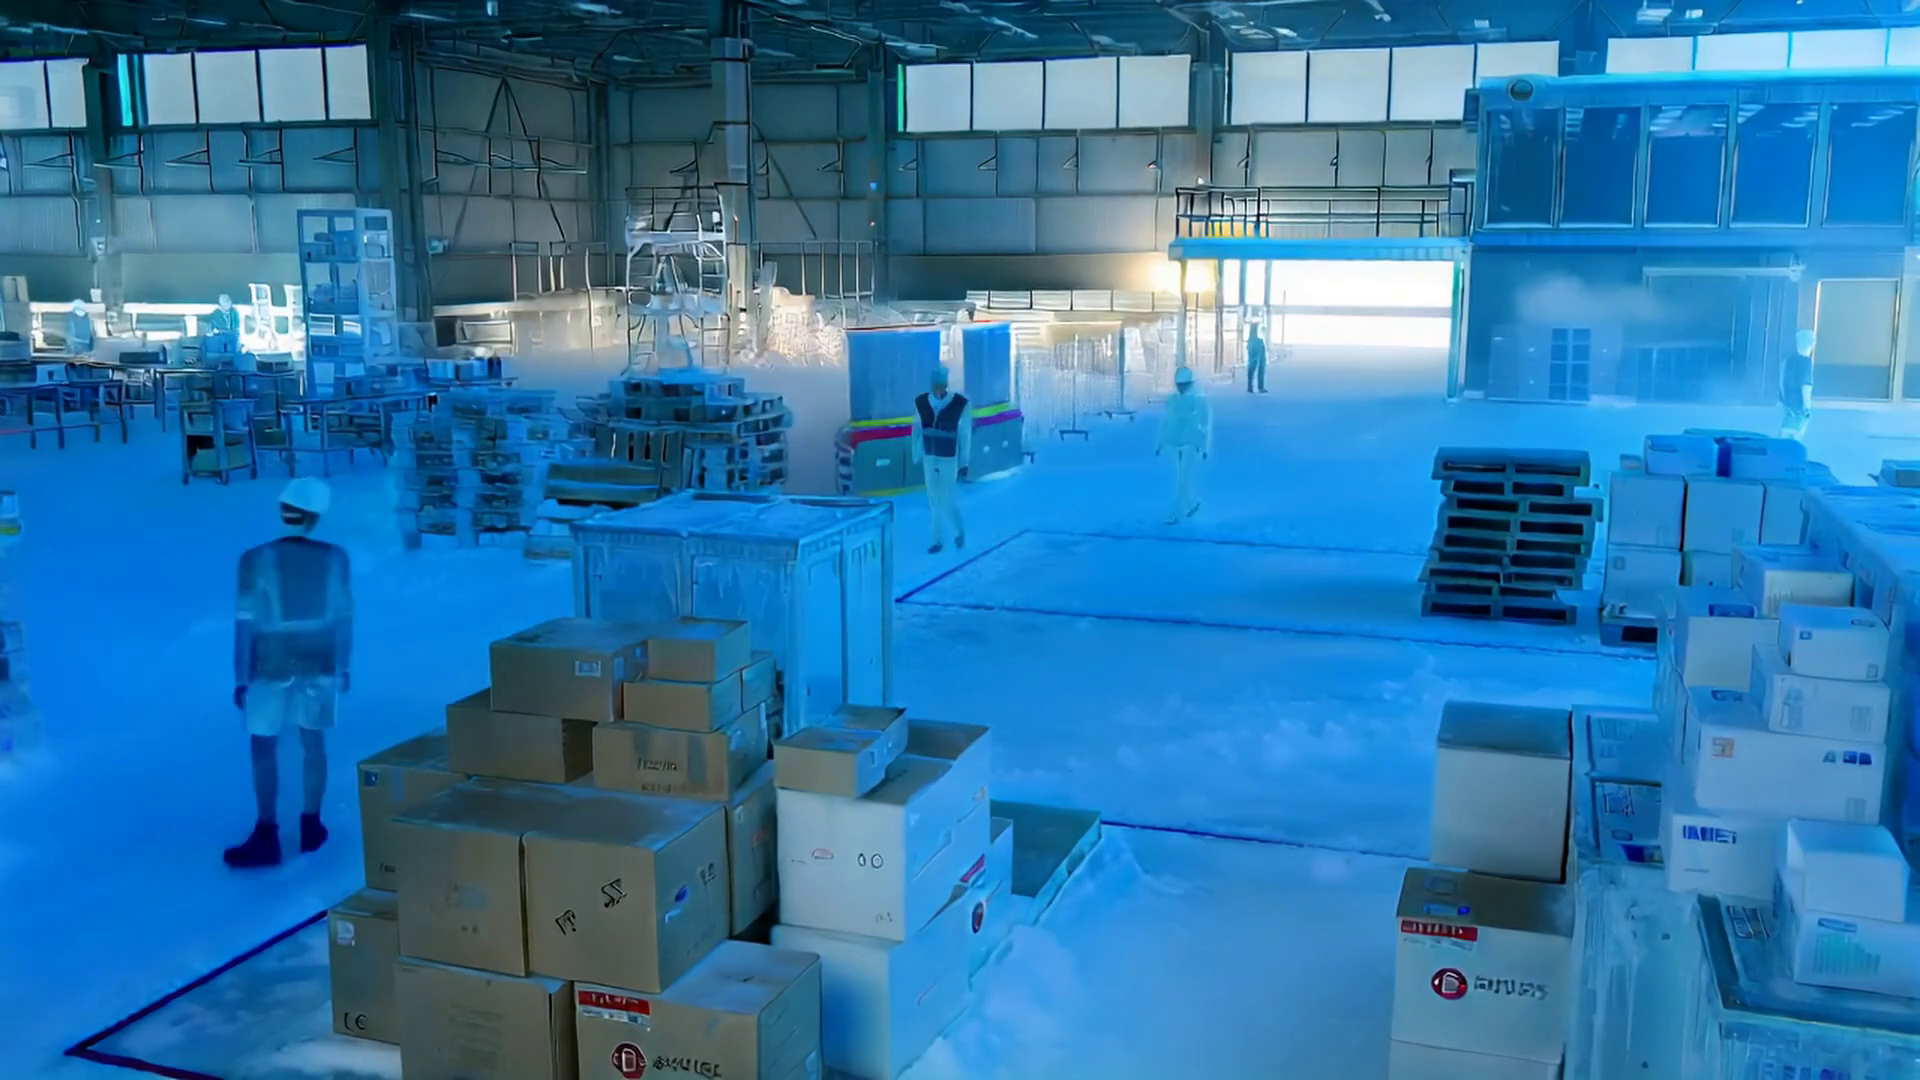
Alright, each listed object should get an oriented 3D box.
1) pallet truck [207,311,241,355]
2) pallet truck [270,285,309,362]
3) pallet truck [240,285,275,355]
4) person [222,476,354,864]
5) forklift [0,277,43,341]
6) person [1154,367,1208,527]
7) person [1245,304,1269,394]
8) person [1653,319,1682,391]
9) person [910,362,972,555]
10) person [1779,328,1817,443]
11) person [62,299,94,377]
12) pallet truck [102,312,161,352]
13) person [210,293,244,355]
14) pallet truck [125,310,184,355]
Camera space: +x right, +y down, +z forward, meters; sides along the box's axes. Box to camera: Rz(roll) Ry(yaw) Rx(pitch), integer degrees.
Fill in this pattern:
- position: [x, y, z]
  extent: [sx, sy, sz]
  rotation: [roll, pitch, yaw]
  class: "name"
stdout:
- position: [-19.537, -5.575, 44.913]
  extent: [0.653, 1.274, 1.630]
  rotation: [3, 11, 19]
  class: "pallet truck"
- position: [-17.147, -5.700, 43.663]
  extent: [0.823, 1.965, 1.885]
  rotation: [3, 11, 17]
  class: "pallet truck"
- position: [-18.327, -5.835, 44.421]
  extent: [0.823, 1.965, 1.885]
  rotation: [4, 11, 23]
  class: "pallet truck"
- position: [-3.355, 0.641, 8.280]
  extent: [0.714, 1.883, 0.460]
  rotation: [-8, 13, -39]
  class: "person"
- position: [-27.151, -6.329, 46.328]
  extent: [1.157, 1.987, 2.680]
  rotation: [3, 11, 17]
  class: "forklift"
- position: [2.463, -1.048, 18.252]
  extent: [0.530, 1.720, 0.918]
  rotation: [8, 13, 37]
  class: "person"
- position: [6.059, -3.889, 33.892]
  extent: [0.520, 1.844, 0.331]
  rotation: [8, 13, 38]
  class: "person"
- position: [14.332, -3.899, 33.790]
  extent: [0.641, 1.898, 0.397]
  rotation: [0, 10, -2]
  class: "person"
- position: [-0.180, -0.796, 16.321]
  extent: [0.606, 1.905, 0.436]
  rotation: [5, 11, 28]
  class: "person"
- position: [10.893, -1.775, 21.644]
  extent: [0.362, 1.963, 0.614]
  rotation: [-1, 10, -3]
  class: "person"
- position: [-18.706, -4.170, 35.368]
  extent: [0.533, 1.890, 0.654]
  rotation: [6, 12, 30]
  class: "person"
- position: [-23.057, -5.777, 46.261]
  extent: [0.680, 1.201, 1.601]
  rotation: [3, 11, 19]
  class: "pallet truck"
- position: [-15.818, -4.324, 35.876]
  extent: [0.614, 2.024, 0.868]
  rotation: [-8, 13, -39]
  class: "person"
- position: [-22.038, -5.665, 45.457]
  extent: [0.704, 1.261, 1.522]
  rotation: [3, 11, 17]
  class: "pallet truck"
